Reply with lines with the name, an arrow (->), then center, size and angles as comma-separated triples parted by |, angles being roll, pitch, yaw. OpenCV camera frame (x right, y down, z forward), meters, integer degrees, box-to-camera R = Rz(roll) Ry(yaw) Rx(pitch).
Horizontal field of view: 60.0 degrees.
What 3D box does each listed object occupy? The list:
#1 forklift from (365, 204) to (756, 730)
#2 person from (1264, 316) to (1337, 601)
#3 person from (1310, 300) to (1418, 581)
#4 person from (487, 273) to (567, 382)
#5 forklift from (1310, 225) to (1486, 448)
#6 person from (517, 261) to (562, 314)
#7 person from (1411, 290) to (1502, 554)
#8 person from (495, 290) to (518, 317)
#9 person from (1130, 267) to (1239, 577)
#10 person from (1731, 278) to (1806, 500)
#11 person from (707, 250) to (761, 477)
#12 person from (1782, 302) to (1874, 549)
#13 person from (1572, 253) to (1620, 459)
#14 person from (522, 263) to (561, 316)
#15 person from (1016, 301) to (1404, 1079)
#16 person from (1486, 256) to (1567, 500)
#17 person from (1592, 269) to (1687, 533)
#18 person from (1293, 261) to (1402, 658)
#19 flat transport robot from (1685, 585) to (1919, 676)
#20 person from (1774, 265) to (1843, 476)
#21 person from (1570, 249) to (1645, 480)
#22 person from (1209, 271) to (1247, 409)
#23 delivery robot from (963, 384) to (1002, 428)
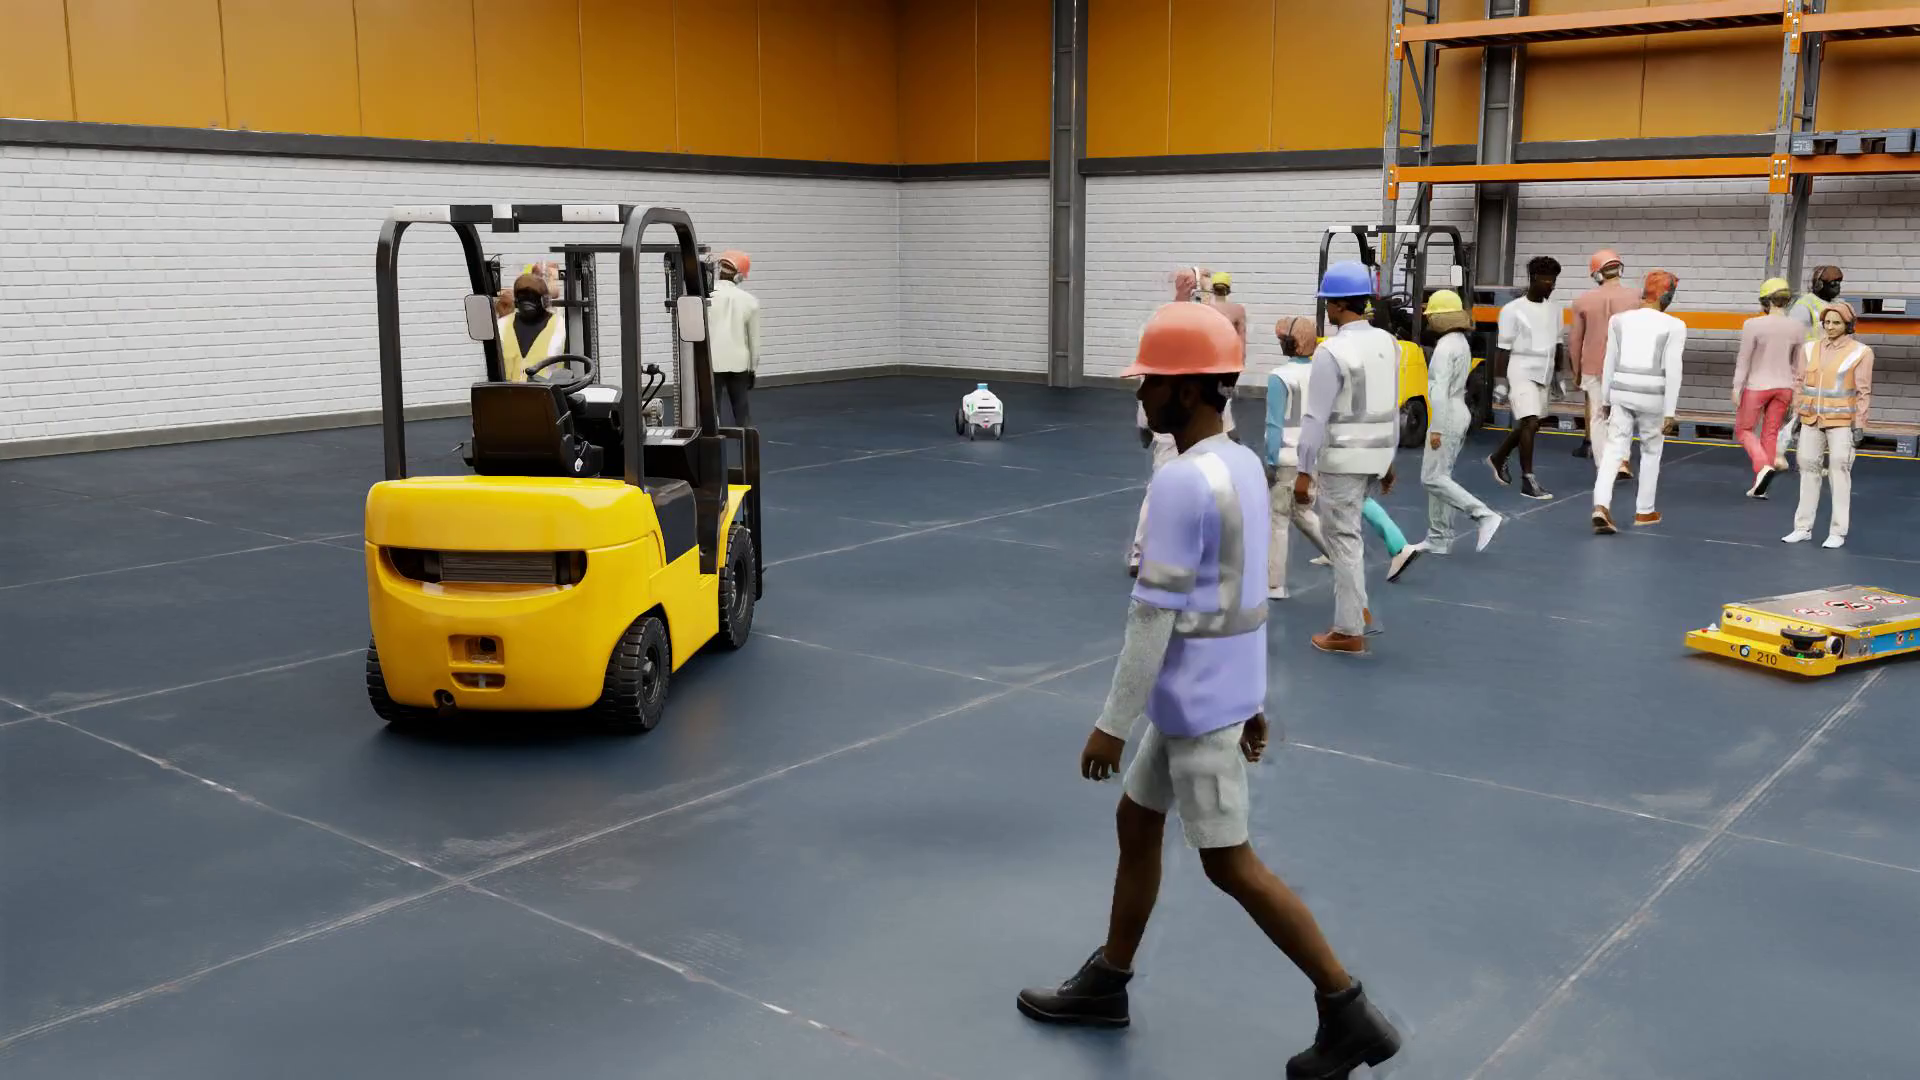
forklift -> -1.766, -0.406, 7.525 | 1.214, 2.155, 2.313 | 1, 10, 7
person -> 1.905, -0.434, 9.268 | 0.515, 1.622, 0.596 | -9, 14, -41
person -> 2.450, -0.625, 10.059 | 0.540, 1.744, 0.823 | -8, 13, -38
person -> -2.647, -0.739, 10.377 | 0.657, 1.828, 0.455 | 1, 10, 7
forklift -> 4.449, -2.115, 16.993 | 1.214, 2.155, 2.313 | 8, 13, 38
person -> -3.195, -1.249, 13.102 | 1.011, 1.857, 0.664 | -1, 10, -8
person -> 3.192, -0.731, 10.644 | 0.567, 1.722, 0.503 | 6, 12, 29
person -> -3.996, -1.389, 14.635 | 0.571, 1.592, 0.556 | -3, 11, -18
person -> 1.428, -0.708, 10.111 | 0.938, 1.861, 0.649 | -3, 11, -16
person -> 6.320, -1.164, 12.976 | 0.558, 1.734, 0.544 | -1, 10, -5
person -> -1.976, -1.450, 14.024 | 0.670, 1.952, 0.409 | -6, 12, -30
person -> 5.776, -0.762, 11.054 | 0.336, 1.631, 0.518 | -6, 12, -29
person -> 5.989, -1.723, 15.526 | 0.543, 1.940, 0.361 | -1, 10, -4
person -> -3.790, -1.563, 14.955 | 0.445, 1.830, 0.607 | 0, 10, -3
person -> 0.637, 0.375, 4.050 | 0.973, 1.903, 0.564 | 4, 11, 20
person -> 4.522, -1.322, 13.399 | 0.601, 1.928, 0.905 | -5, 11, -27
person -> 4.712, -0.962, 11.599 | 0.612, 1.842, 0.978 | 9, 14, 42
person -> 1.867, -0.385, 8.123 | 0.643, 1.930, 0.480 | -10, 14, -43
flat transport robot -> 4.351, 0.427, 8.234 | 1.431, 0.197, 0.652 | -6, 12, -29
person -> 7.391, -1.459, 14.399 | 0.627, 1.824, 0.478 | -7, 12, -35
person -> 5.411, -1.424, 13.828 | 0.669, 1.951, 0.435 | 5, 11, 27
person -> 2.637, -1.857, 16.868 | 0.535, 1.729, 0.879 | 1, 10, 7
delivery robot -> 0.232, -1.370, 17.146 | 0.477, 0.478, 0.707 | -1, 10, -6
